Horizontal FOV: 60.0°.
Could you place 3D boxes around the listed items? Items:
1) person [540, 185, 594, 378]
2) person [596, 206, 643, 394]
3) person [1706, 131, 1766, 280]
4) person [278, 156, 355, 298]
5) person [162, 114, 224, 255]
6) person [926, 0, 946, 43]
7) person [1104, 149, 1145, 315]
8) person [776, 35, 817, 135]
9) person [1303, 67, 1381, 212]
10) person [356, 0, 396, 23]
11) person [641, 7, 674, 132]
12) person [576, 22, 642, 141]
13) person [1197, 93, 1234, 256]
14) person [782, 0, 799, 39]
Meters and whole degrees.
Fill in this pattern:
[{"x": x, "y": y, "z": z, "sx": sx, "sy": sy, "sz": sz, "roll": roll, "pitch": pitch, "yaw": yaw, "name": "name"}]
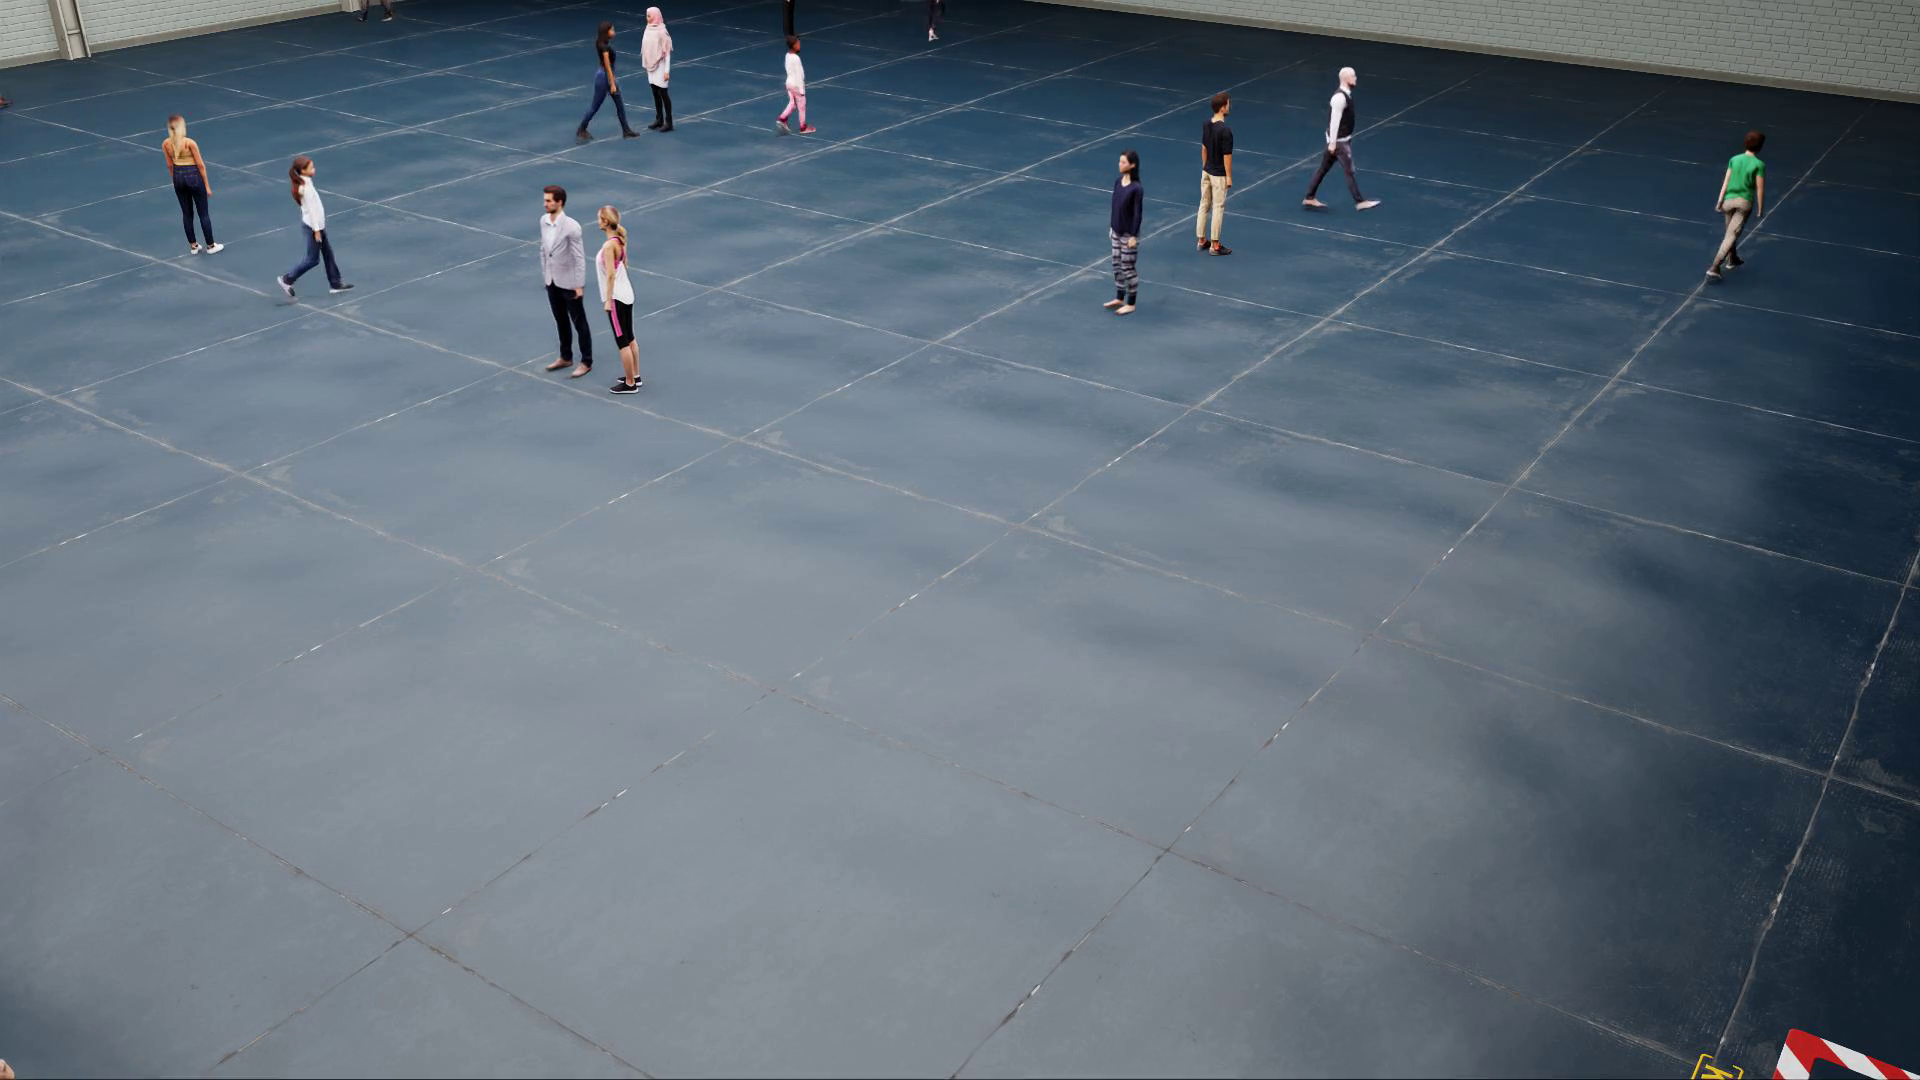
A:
[{"x": -3.790, "y": -2.506, "z": 15.977, "sx": 0.661, "sy": 1.852, "sz": 0.560, "roll": 18, "pitch": 32, "yaw": 31, "name": "person"}, {"x": -3.185, "y": -2.248, "z": 15.549, "sx": 0.747, "sy": 1.787, "sz": 0.606, "roll": 4, "pitch": 28, "yaw": 8, "name": "person"}, {"x": 8.651, "y": -3.702, "z": 18.563, "sx": 1.182, "sy": 1.612, "sz": 0.814, "roll": -21, "pitch": 34, "yaw": -34, "name": "person"}, {"x": -7.074, "y": -3.358, "z": 17.975, "sx": 1.067, "sy": 1.539, "sz": 0.829, "roll": -14, "pitch": 30, "yaw": -25, "name": "person"}, {"x": -9.004, "y": -4.156, "z": 19.426, "sx": 0.652, "sy": 1.629, "sz": 0.681, "roll": 1, "pitch": 27, "yaw": 1, "name": "person"}, {"x": -0.572, "y": -10.192, "z": 31.025, "sx": 0.595, "sy": 1.743, "sz": 0.621, "roll": 21, "pitch": 34, "yaw": 35, "name": "person"}, {"x": 1.763, "y": -3.275, "z": 17.600, "sx": 0.663, "sy": 1.735, "sz": 0.678, "roll": -15, "pitch": 31, "yaw": -26, "name": "person"}, {"x": -2.489, "y": -6.749, "z": 24.667, "sx": 0.910, "sy": 1.441, "sz": 0.756, "roll": -15, "pitch": 31, "yaw": -26, "name": "person"}, {"x": 4.672, "y": -4.997, "z": 20.907, "sx": 1.034, "sy": 1.769, "sz": 1.228, "roll": 7, "pitch": 28, "yaw": 13, "name": "person"}, {"x": -11.025, "y": -10.579, "z": 31.199, "sx": 1.040, "sy": 1.675, "sz": 0.751, "roll": -23, "pitch": 35, "yaw": -37, "name": "person"}, {"x": -4.501, "y": -7.028, "z": 24.814, "sx": 0.660, "sy": 1.802, "sz": 0.628, "roll": 24, "pitch": 36, "yaw": 38, "name": "person"}, {"x": -5.227, "y": -6.604, "z": 24.115, "sx": 1.145, "sy": 1.689, "sz": 1.103, "roll": -5, "pitch": 28, "yaw": -10, "name": "person"}, {"x": 2.982, "y": -4.275, "z": 19.406, "sx": 0.675, "sy": 1.859, "sz": 0.711, "roll": -15, "pitch": 31, "yaw": -27, "name": "person"}, {"x": -3.229, "y": -10.263, "z": 31.313, "sx": 0.715, "sy": 1.604, "sz": 0.589, "roll": 4, "pitch": 28, "yaw": 8, "name": "person"}]
